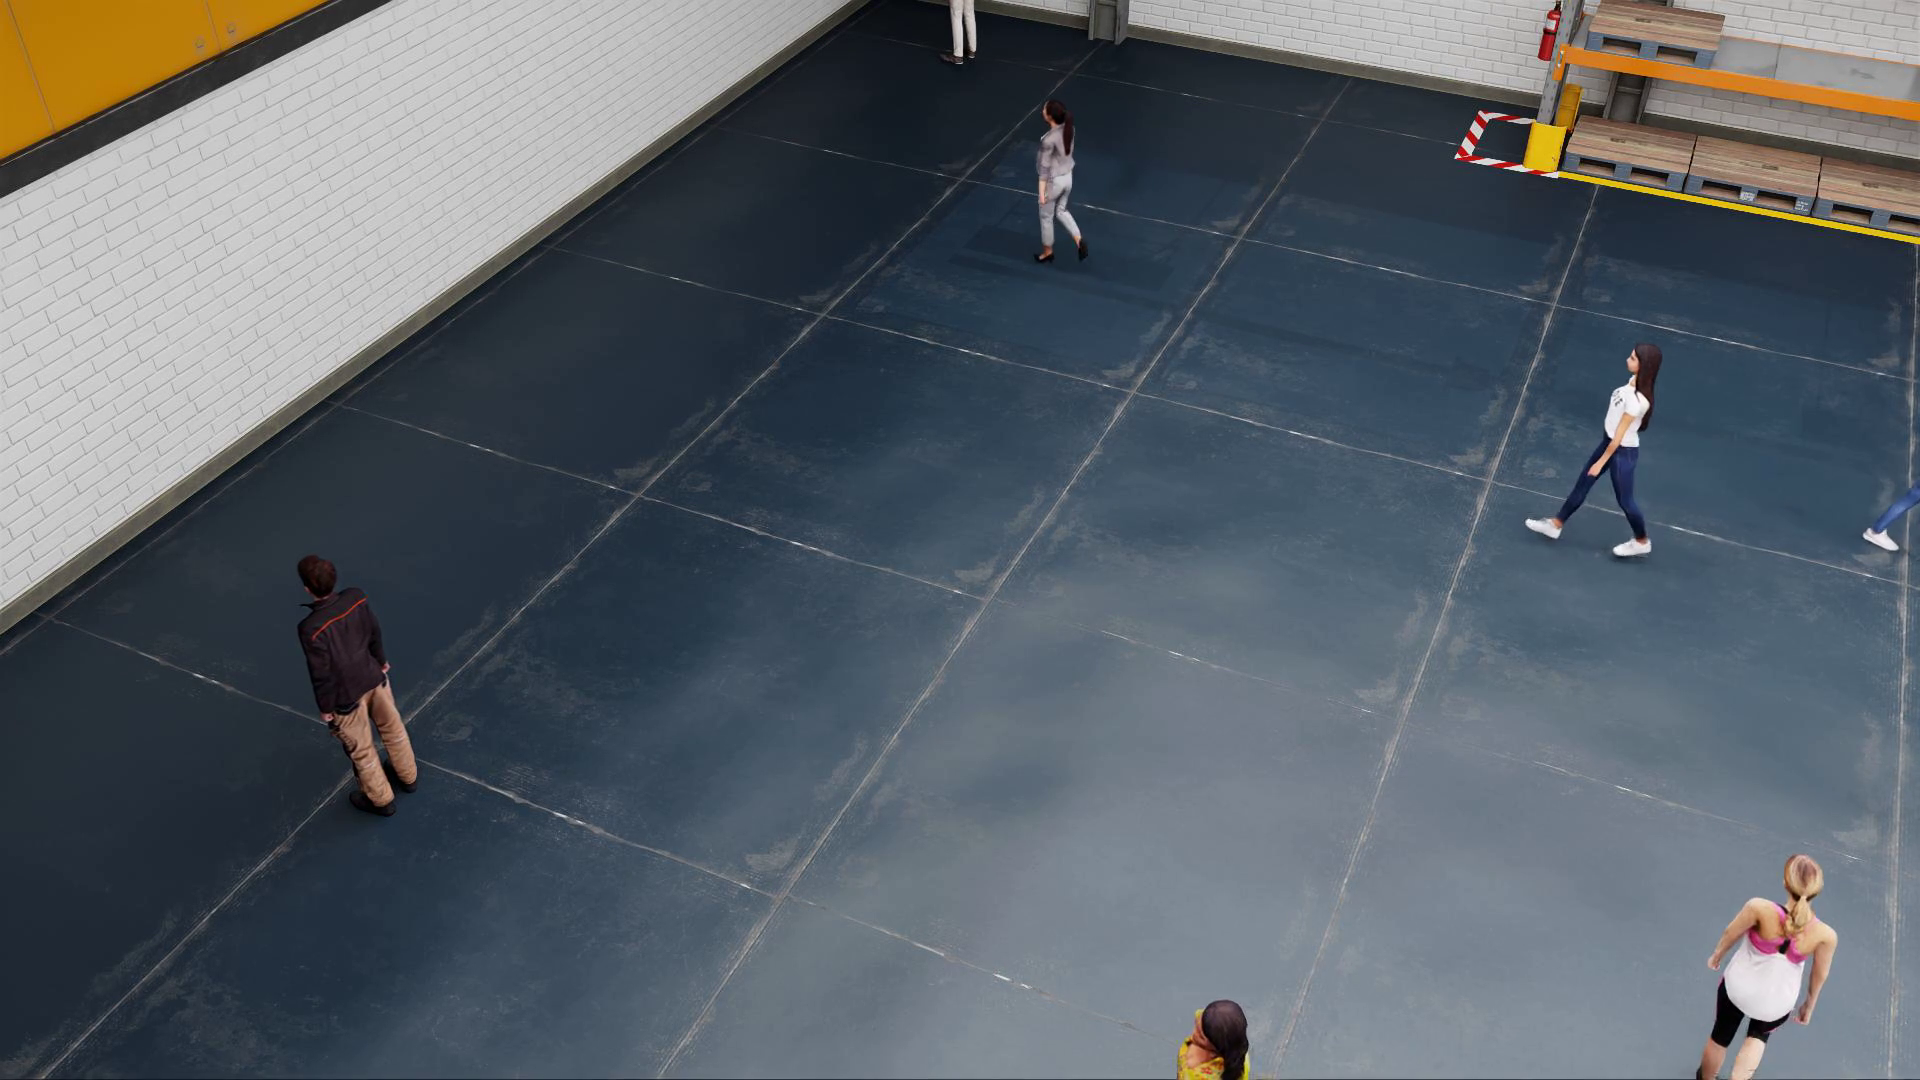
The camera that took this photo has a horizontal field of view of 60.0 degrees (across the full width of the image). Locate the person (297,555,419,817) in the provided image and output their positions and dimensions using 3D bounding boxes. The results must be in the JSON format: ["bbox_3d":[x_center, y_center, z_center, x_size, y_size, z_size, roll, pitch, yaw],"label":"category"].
[{"bbox_3d":[-3.620,0.876,9.917,0.598,1.924,0.714,19,43,23],"label":"person"}]

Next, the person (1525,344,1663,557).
[{"bbox_3d":[4.804,-0.582,11.893,1.181,1.735,0.760,10,40,12],"label":"person"}]

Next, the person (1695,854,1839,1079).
[{"bbox_3d":[3.928,2.317,8.241,0.652,1.762,0.716,17,42,21],"label":"person"}]

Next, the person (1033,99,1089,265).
[{"bbox_3d":[0.946,-3.234,15.272,0.894,1.664,0.743,26,46,29],"label":"person"}]

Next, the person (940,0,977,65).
[{"bbox_3d":[0.021,-6.399,19.122,0.695,1.804,0.718,29,47,31],"label":"person"}]

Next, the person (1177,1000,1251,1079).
[{"bbox_3d":[1.265,2.721,7.866,1.354,1.600,1.069,0,39,0],"label":"person"}]
